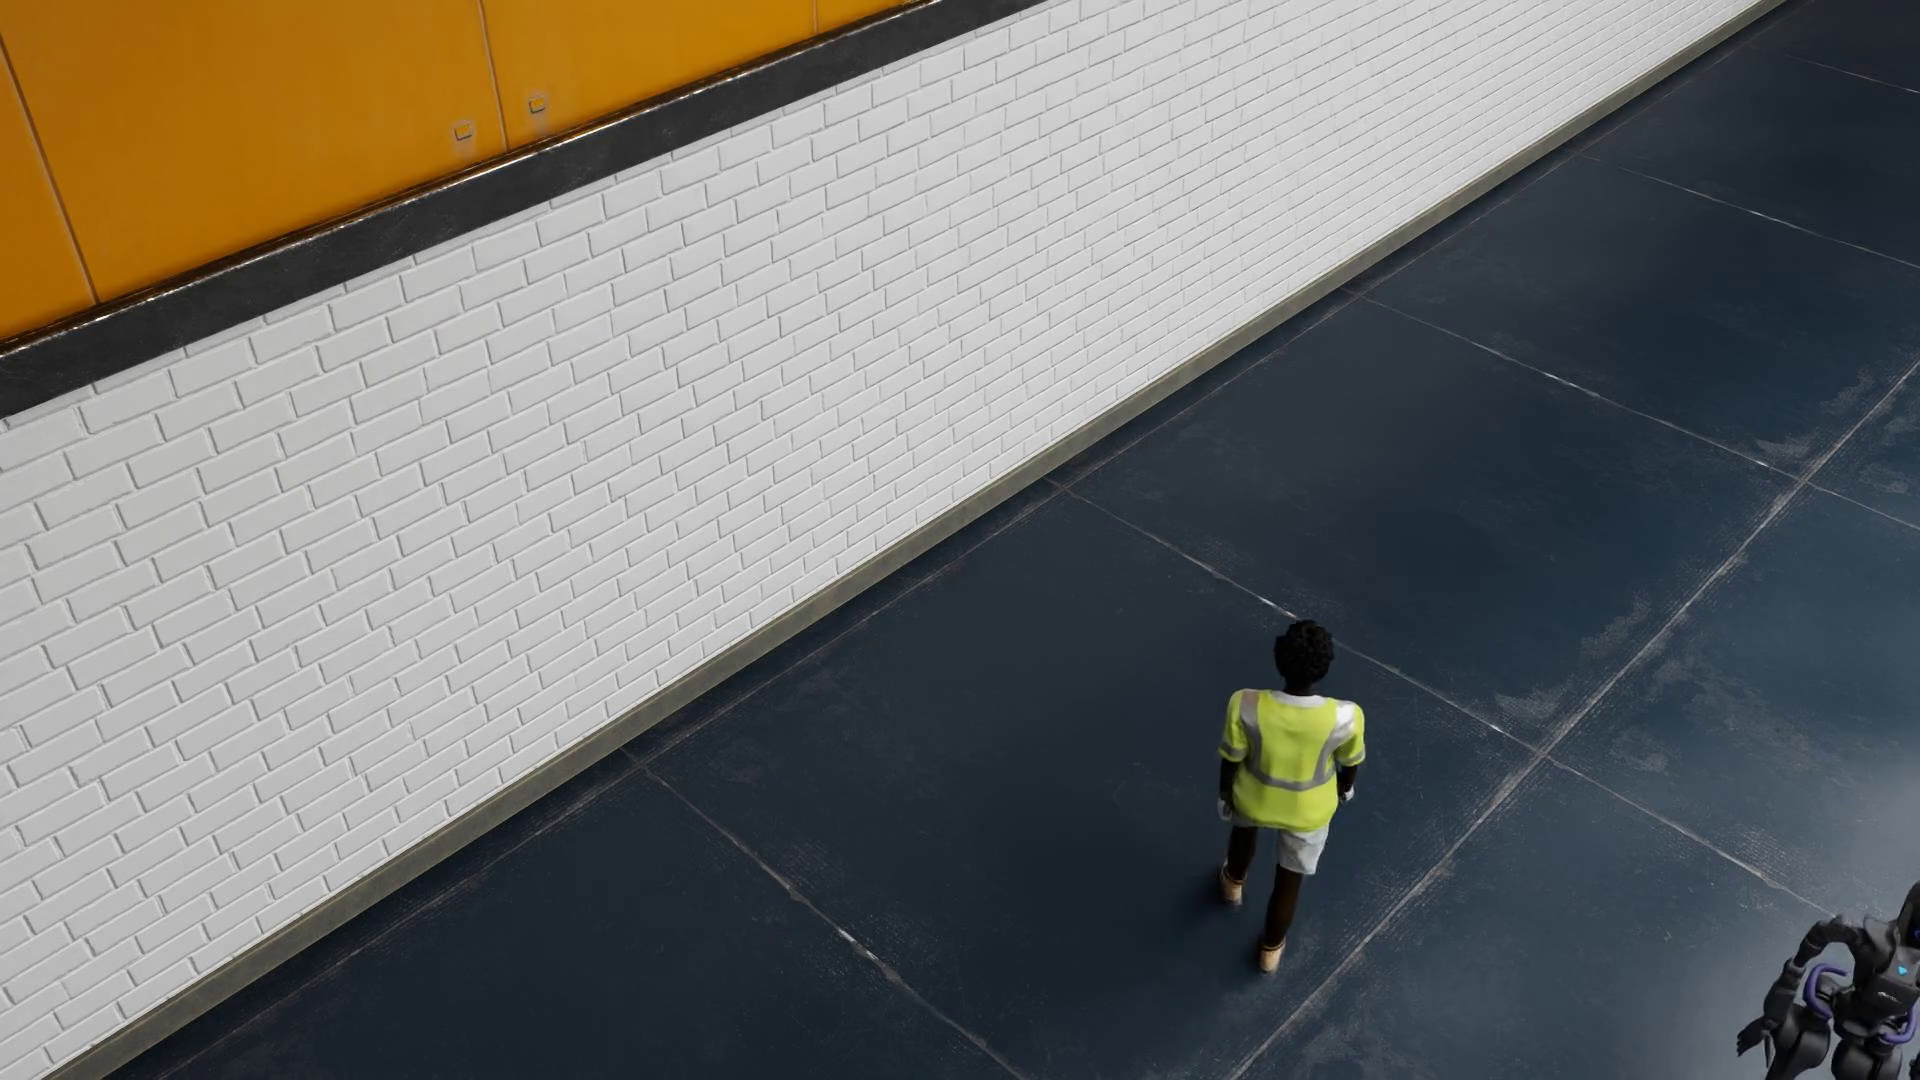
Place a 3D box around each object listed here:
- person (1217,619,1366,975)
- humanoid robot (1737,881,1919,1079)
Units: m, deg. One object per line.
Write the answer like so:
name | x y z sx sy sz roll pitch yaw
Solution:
person | 1.293 0.966 6.588 0.550 1.677 0.676 11 40 13
humanoid robot | 3.038 1.695 5.713 0.602 1.676 0.529 18 42 21
